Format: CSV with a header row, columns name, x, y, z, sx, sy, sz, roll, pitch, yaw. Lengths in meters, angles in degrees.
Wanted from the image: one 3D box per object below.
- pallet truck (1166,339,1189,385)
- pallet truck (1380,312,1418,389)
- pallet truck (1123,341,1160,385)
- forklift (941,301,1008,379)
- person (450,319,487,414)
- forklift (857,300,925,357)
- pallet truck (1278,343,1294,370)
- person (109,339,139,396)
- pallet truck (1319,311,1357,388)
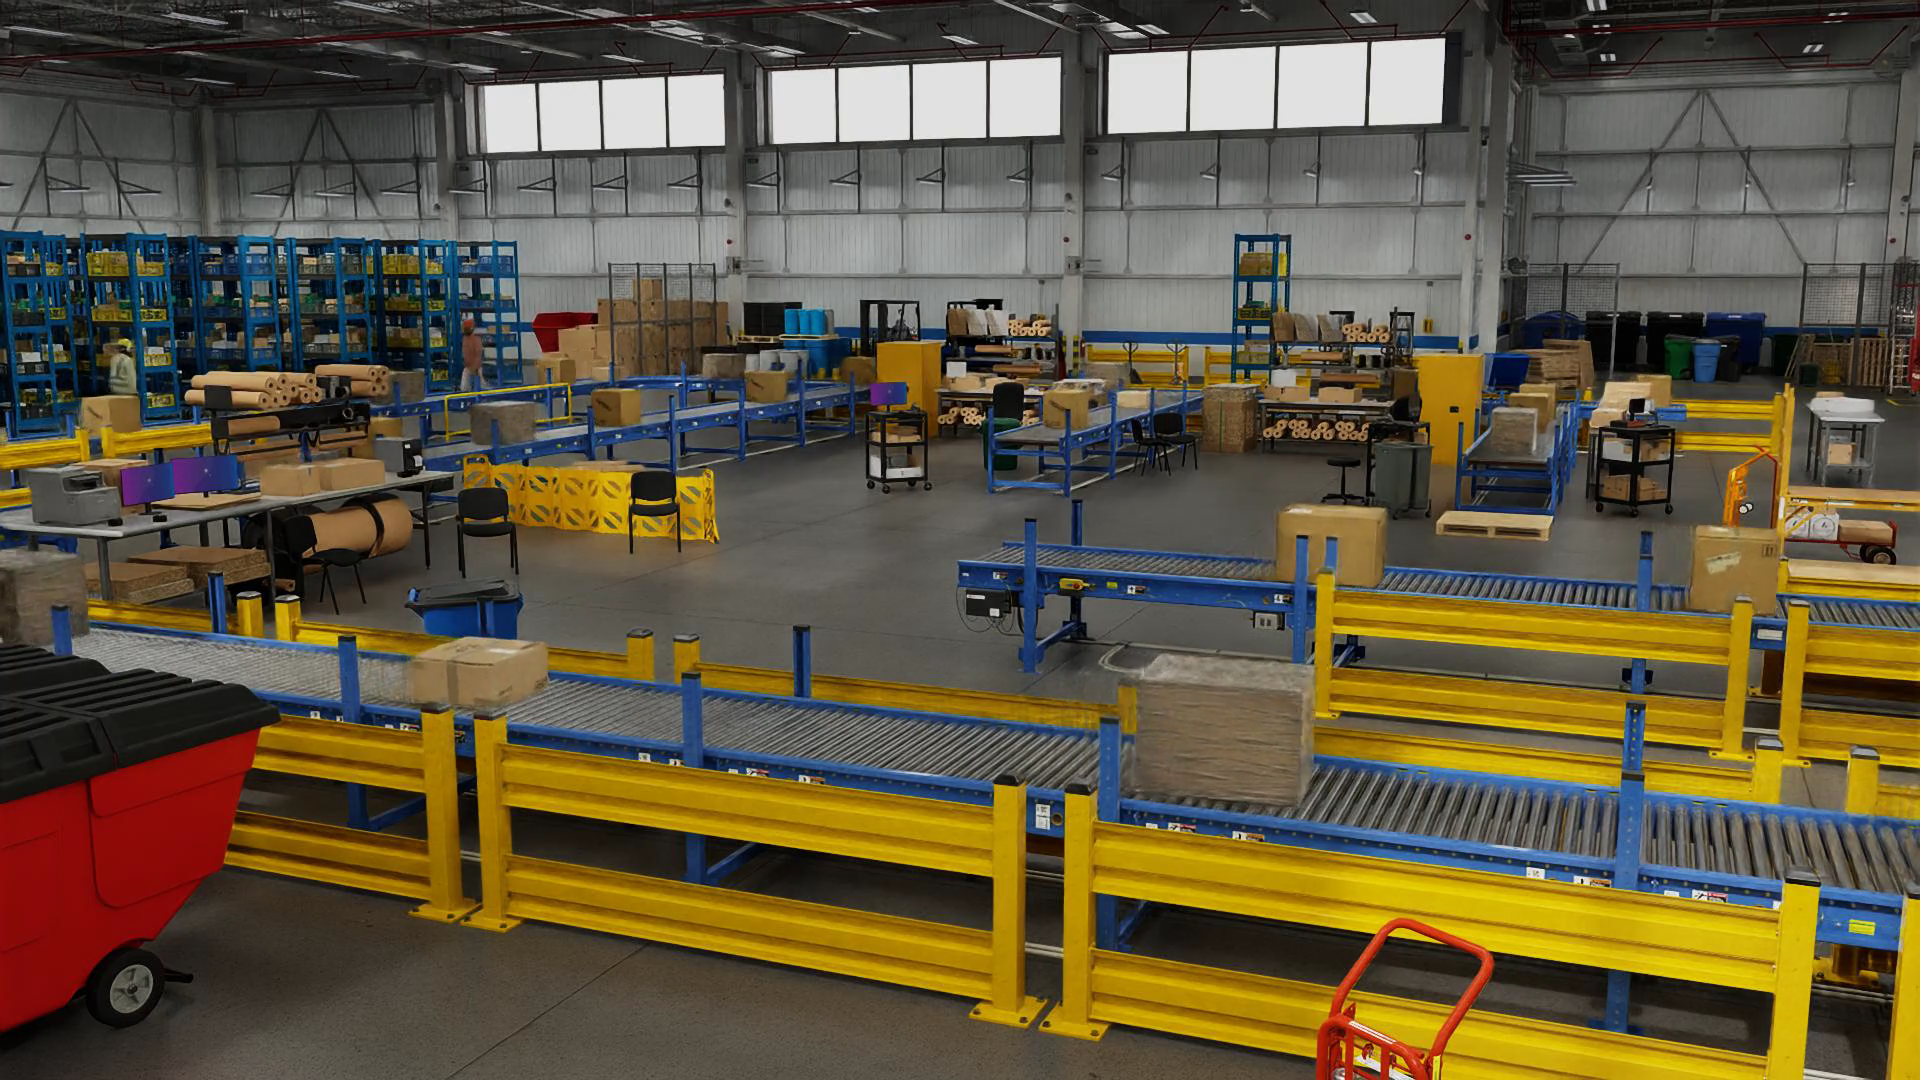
name,x,y,z,sx,sy,sz,roll,pitch,yaw
pallet truck,5.418,-4.269,40.420,0.704,1.261,1.522,3,10,20
pallet truck,10.207,-4.283,38.369,0.823,1.965,1.885,3,10,20
pallet truck,4.445,-4.380,41.279,0.680,1.201,1.601,4,10,22
forklift,0.365,-4.966,41.571,1.157,1.987,2.680,3,10,20
person,-10.010,-3.552,34.116,0.638,1.941,1.020,6,11,34
forklift,-1.732,-5.109,42.468,1.157,1.987,2.680,4,10,22
pallet truck,7.886,-4.163,39.743,0.653,1.274,1.630,4,10,22
person,-14.512,-2.603,28.909,0.616,1.766,0.802,8,12,41
pallet truck,9.071,-4.419,39.190,0.823,1.965,1.885,5,10,26
